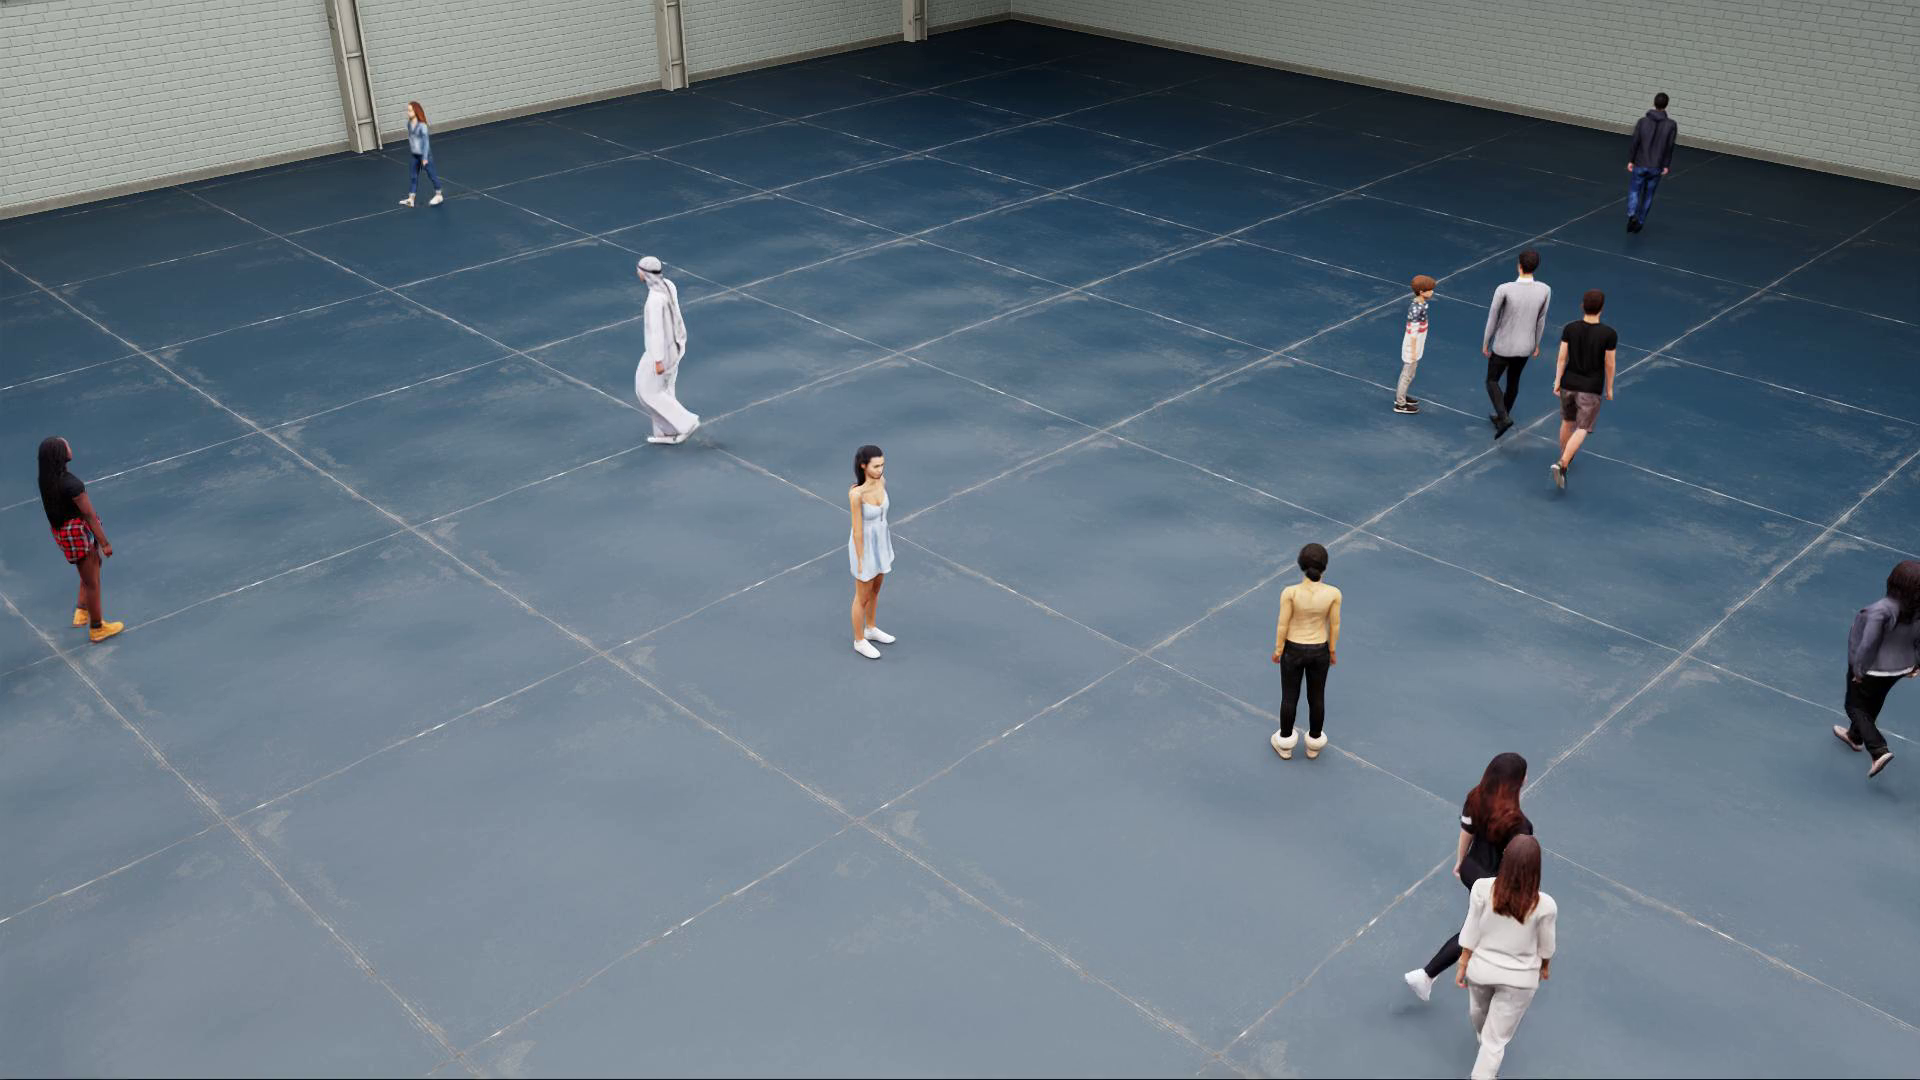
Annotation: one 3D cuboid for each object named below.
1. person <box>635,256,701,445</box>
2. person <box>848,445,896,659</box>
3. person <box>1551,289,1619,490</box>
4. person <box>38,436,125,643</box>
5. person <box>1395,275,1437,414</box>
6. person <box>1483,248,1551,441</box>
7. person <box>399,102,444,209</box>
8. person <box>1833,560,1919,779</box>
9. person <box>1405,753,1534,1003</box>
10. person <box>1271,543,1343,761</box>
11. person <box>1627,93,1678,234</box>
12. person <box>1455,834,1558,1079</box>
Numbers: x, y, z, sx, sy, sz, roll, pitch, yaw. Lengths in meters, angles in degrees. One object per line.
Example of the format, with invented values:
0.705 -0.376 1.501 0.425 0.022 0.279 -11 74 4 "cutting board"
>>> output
-2.786 -1.801 16.044 1.007 1.916 0.952 2 28 5 "person"
-0.698 0.061 12.746 0.705 1.731 0.561 14 31 25 "person"
5.712 -1.384 15.343 0.751 1.840 1.134 20 34 33 "person"
-6.858 0.044 12.797 0.656 1.713 0.677 15 32 26 "person"
4.615 -2.005 16.936 0.636 1.439 0.534 8 29 15 "person"
5.413 -1.874 16.191 1.097 1.907 1.136 -2 28 -4 "person"
-7.476 -5.397 23.294 0.742 1.450 0.999 16 32 27 "person"
6.348 0.882 11.369 0.992 1.576 1.002 -6 29 -10 "person"
2.914 1.936 9.349 1.139 1.613 0.867 -11 30 -20 "person"
2.394 0.772 11.488 0.683 1.657 0.735 1 28 3 "person"
9.094 -4.927 21.961 0.908 1.873 1.071 11 30 19 "person"
2.802 2.302 8.635 0.829 1.639 1.150 14 31 24 "person"
